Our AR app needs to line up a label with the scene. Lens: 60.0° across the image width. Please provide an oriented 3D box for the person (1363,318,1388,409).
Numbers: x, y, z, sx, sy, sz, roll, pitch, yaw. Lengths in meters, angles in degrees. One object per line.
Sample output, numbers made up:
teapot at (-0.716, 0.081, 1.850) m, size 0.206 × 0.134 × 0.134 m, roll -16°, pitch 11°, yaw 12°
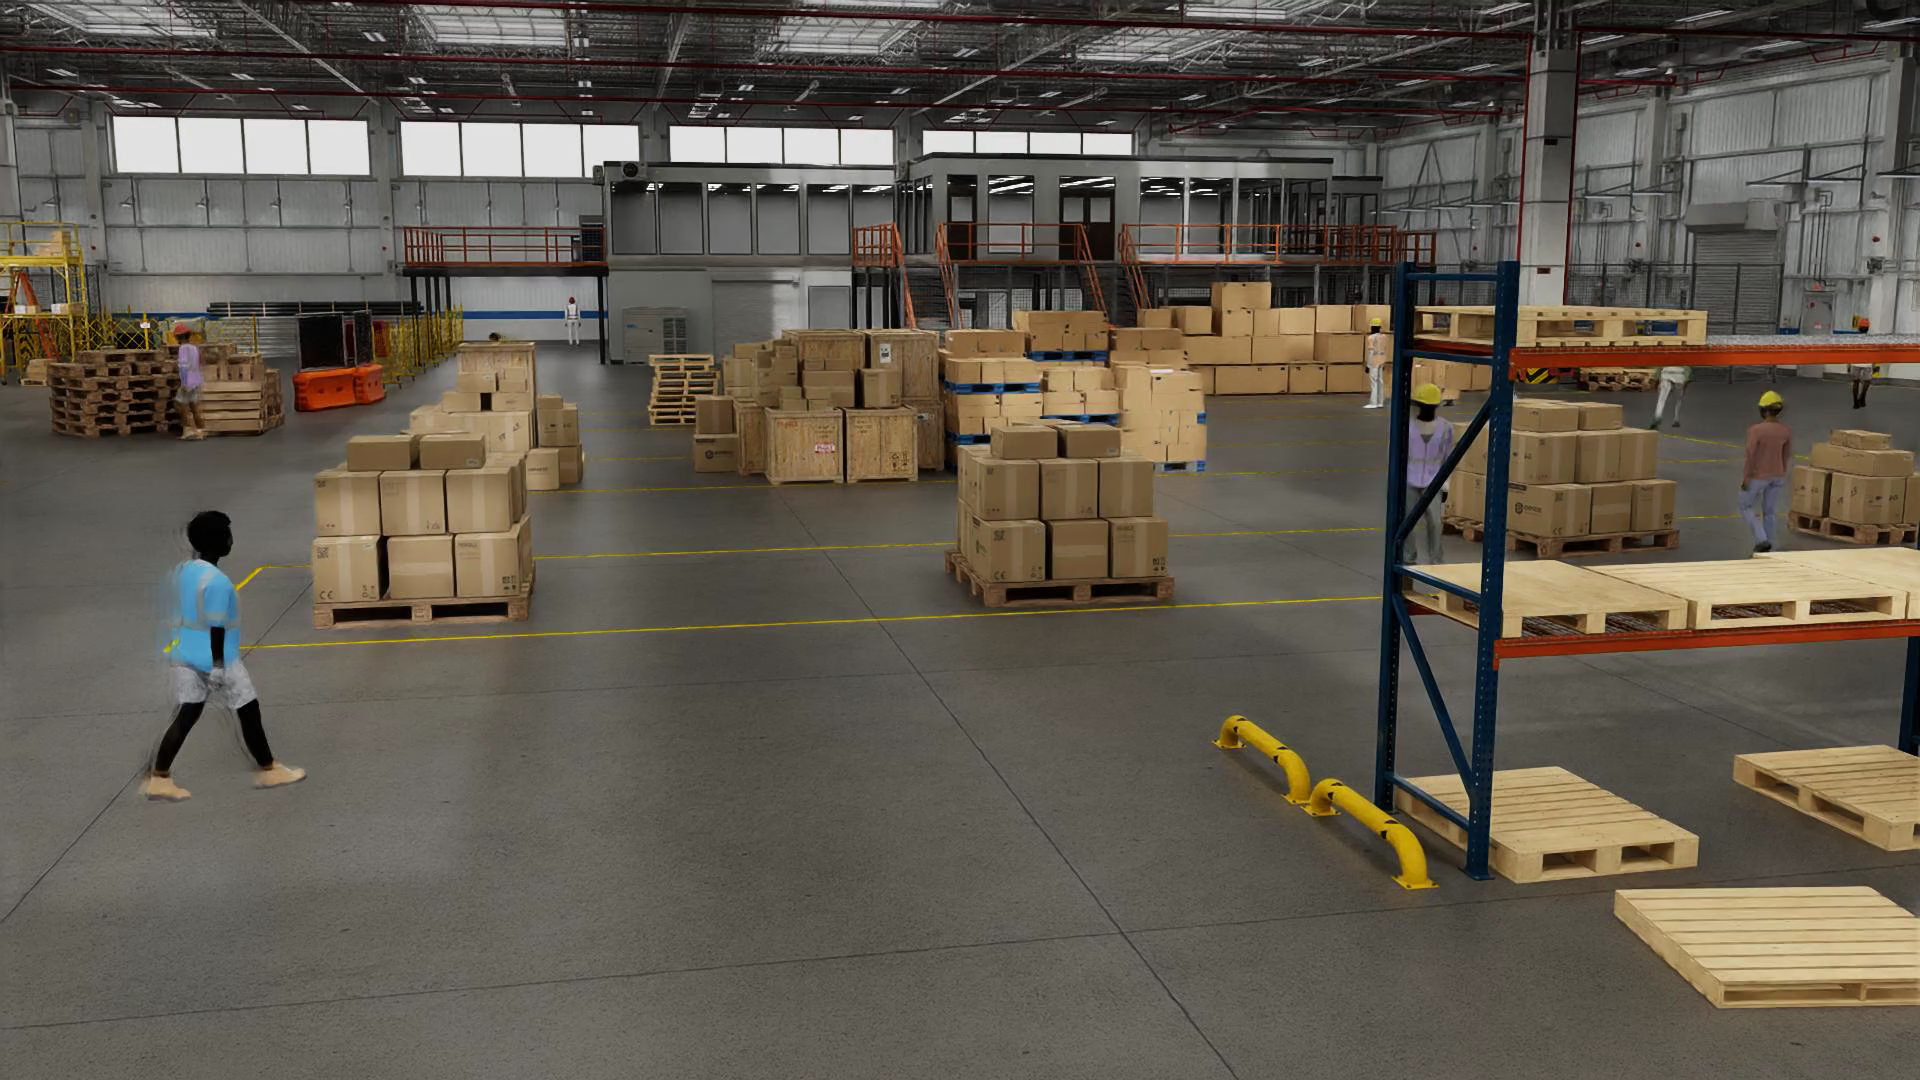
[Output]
person at (8.858, -3.763, 35.446) m, size 0.591 × 1.930 × 0.357 m, roll -8°, pitch 12°, yaw -41°

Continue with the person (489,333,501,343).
person at (-8.236, -2.741, 29.503) m, size 0.530 × 1.832 × 0.879 m, roll 5°, pitch 11°, yaw 28°

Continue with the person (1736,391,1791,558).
person at (8.206, -0.646, 16.990) m, size 0.542 × 1.750 × 0.367 m, roll -3°, pitch 10°, yaw -15°

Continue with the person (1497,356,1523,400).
person at (11.886, -3.797, 35.775) m, size 0.642 × 1.887 × 1.008 m, roll -6°, pitch 11°, yaw -33°

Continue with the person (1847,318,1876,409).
person at (19.188, -3.749, 35.384) m, size 0.576 × 1.919 × 0.415 m, roll 6°, pitch 11°, yaw 33°

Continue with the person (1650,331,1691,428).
person at (13.247, -2.999, 30.945) m, size 0.630 × 1.894 × 0.996 m, roll 6°, pitch 11°, yaw 34°

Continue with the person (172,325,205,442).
person at (-13.332, -2.694, 28.670) m, size 0.582 × 2.011 × 0.641 m, roll 0°, pitch 9°, yaw -1°

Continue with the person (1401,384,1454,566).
person at (4.417, -0.531, 15.851) m, size 0.608 × 1.893 × 0.781 m, roll 1°, pitch 9°, yaw 5°

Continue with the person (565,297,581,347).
person at (-14.648, -8.247, 62.927) m, size 0.573 × 1.883 × 0.354 m, roll -2°, pitch 10°, yaw -14°

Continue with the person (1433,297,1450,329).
person at (16.563, -7.378, 57.372) m, size 0.624 × 1.976 × 0.725 m, roll 6°, pitch 11°, yaw 30°

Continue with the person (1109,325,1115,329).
person at (2.835, -3.084, 31.334) m, size 1.001 × 1.917 × 0.677 m, roll -2°, pitch 10°, yaw -15°

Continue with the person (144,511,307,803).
person at (-4.225, 0.652, 9.385) m, size 0.535 × 1.653 × 0.856 m, roll 8°, pitch 13°, yaw 42°
